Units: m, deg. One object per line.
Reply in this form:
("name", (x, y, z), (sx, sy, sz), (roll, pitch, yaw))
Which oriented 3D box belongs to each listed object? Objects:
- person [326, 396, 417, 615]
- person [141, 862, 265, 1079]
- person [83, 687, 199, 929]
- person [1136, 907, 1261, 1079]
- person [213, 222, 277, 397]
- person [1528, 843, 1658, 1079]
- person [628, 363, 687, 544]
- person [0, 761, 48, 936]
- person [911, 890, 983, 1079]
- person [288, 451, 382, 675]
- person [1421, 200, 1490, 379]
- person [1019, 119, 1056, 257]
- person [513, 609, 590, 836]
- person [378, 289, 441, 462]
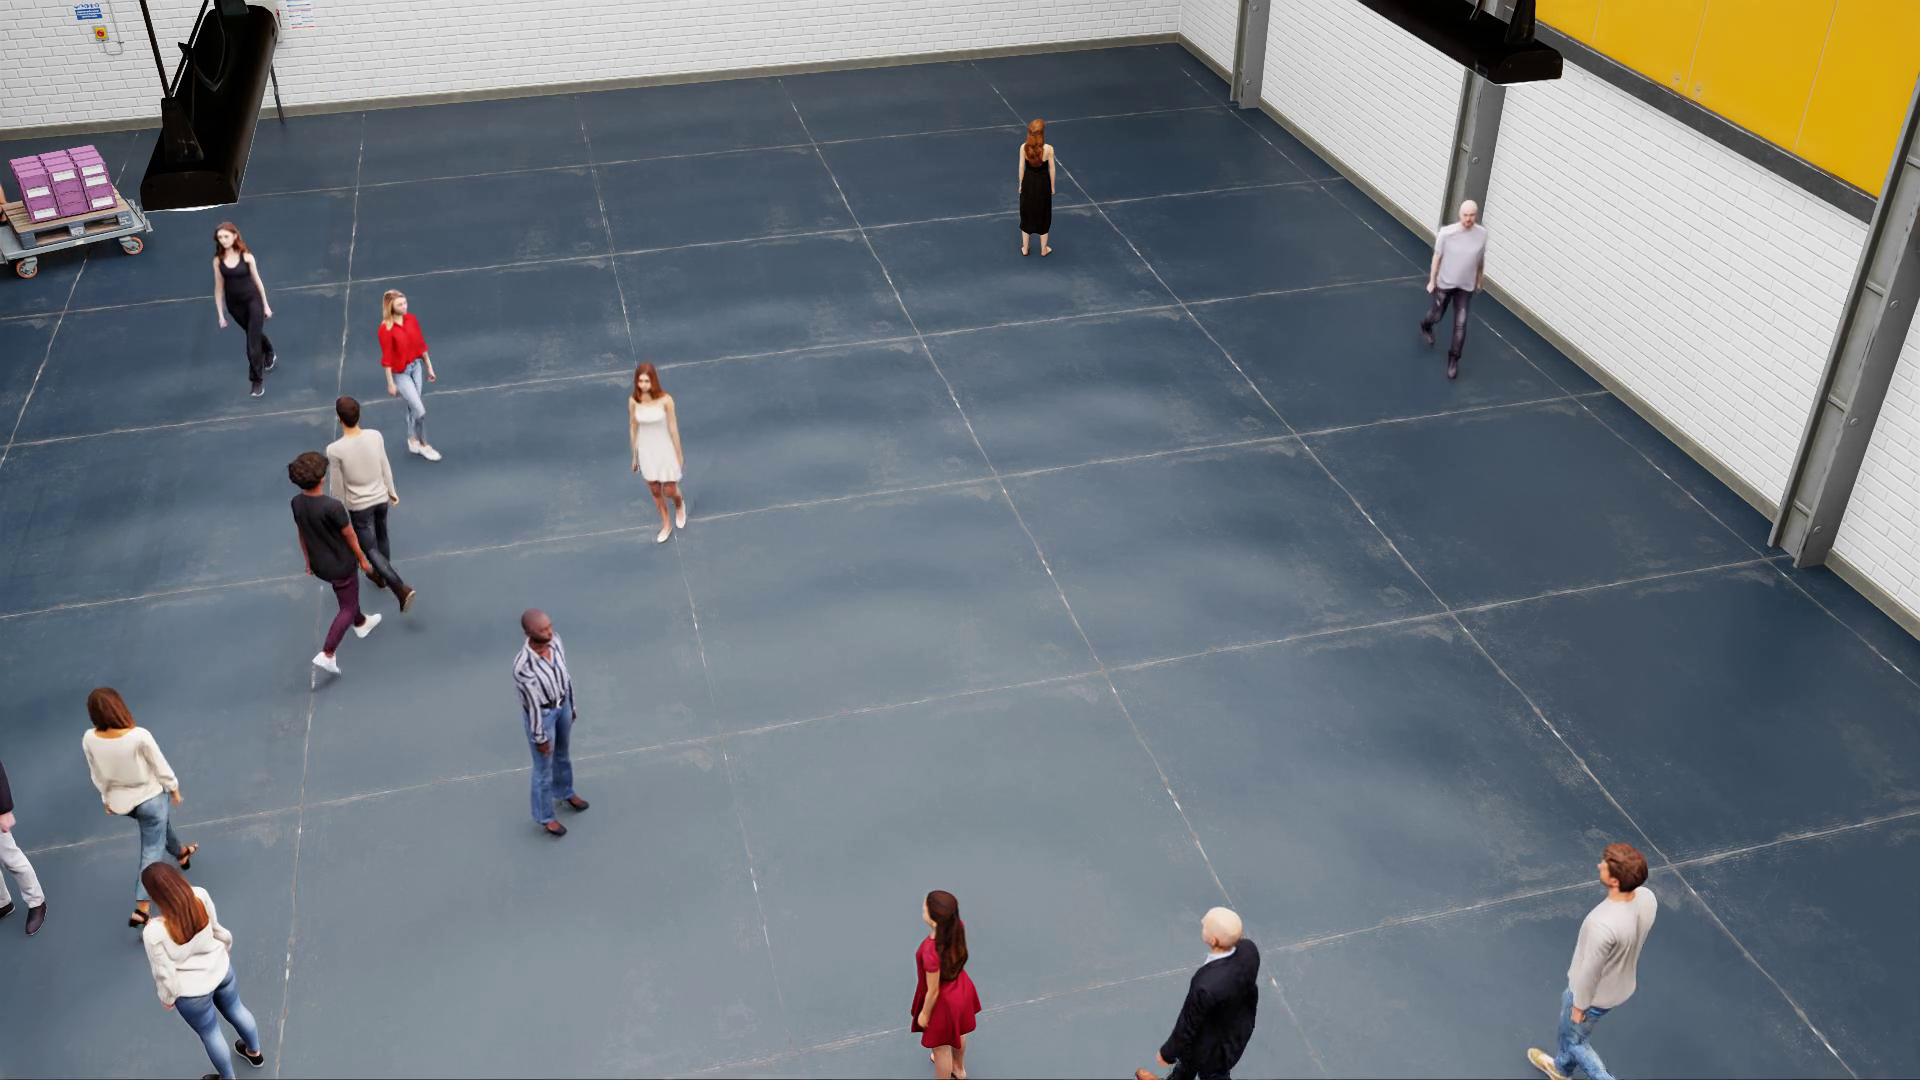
("person", (-4.671, -0.257, 13.232), (1.239, 1.842, 1.043), (28, 43, 35))
("person", (-4.248, 2.440, 9.308), (0.763, 1.694, 0.690), (15, 37, 22))
("person", (-5.208, 1.700, 10.474), (0.854, 1.635, 1.174), (3, 34, 4))
("person", (1.432, 2.702, 8.846), (1.128, 1.769, 1.041), (20, 38, 27))
("person", (-7.079, -2.359, 16.526), (0.734, 1.697, 1.194), (-3, 34, -5))
("person", (3.562, 2.476, 9.086), (0.899, 1.880, 1.097), (-23, 40, -30))
("person", (-2.550, -0.794, 14.167), (0.719, 1.701, 0.785), (7, 34, 10))
("person", (-6.104, 1.681, 10.314), (0.714, 1.844, 0.664), (1, 34, 2))
("person", (-0.089, 2.536, 9.290), (0.739, 1.554, 0.679), (15, 36, 21))
("person", (-4.805, 0.183, 12.650), (1.040, 1.755, 1.166), (14, 36, 19))
("person", (4.986, -2.625, 16.836), (0.972, 1.797, 1.255), (1, 34, 2))
("person", (0.873, -4.058, 19.146), (0.666, 1.625, 0.691), (5, 34, 7))
("person", (-2.758, 1.192, 11.099), (0.774, 1.791, 0.683), (12, 35, 18))
("person", (-5.146, -1.538, 15.293), (0.847, 1.695, 0.782), (15, 36, 21))
